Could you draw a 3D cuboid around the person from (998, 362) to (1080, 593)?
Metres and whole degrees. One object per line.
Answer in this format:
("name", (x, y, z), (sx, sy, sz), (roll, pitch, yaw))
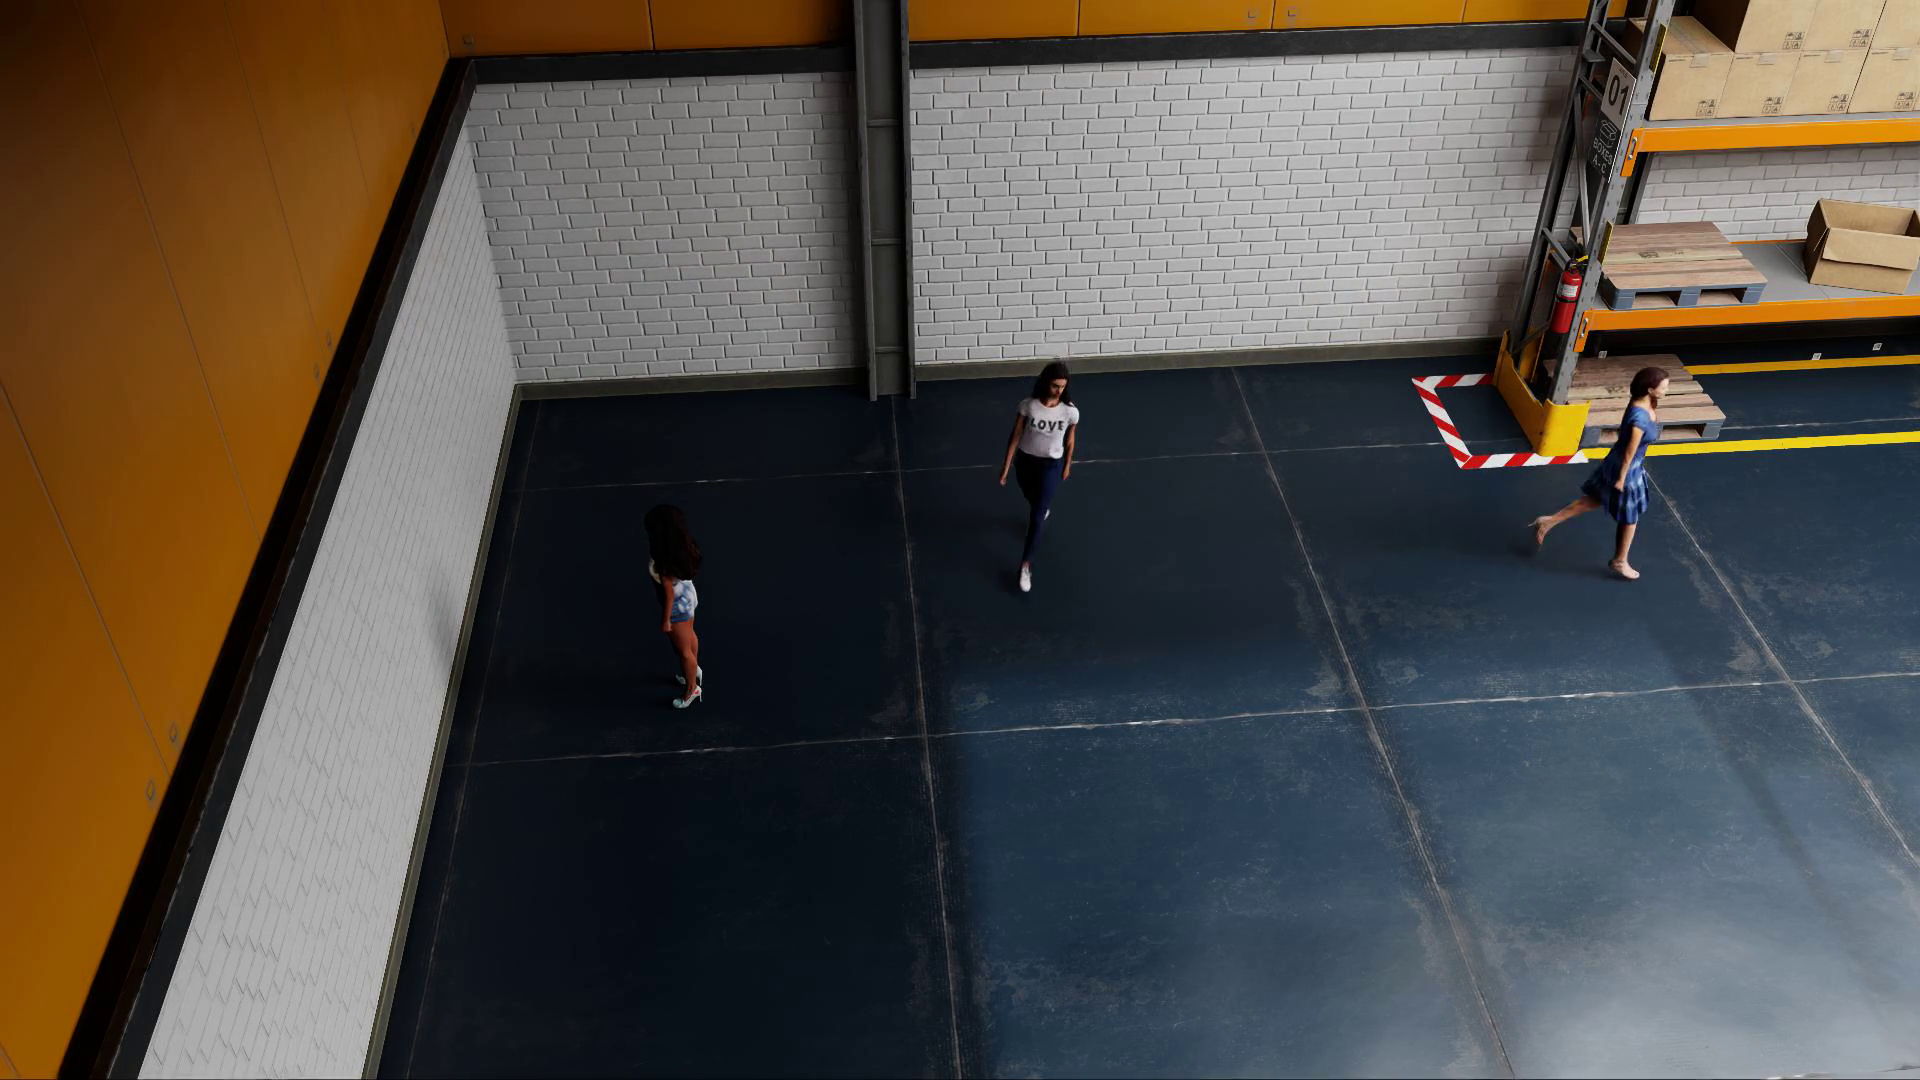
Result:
("person", (0.582, -0.565, 12.045), (1.170, 1.727, 1.006), (12, 40, 14))

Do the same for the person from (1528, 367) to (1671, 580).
("person", (4.656, -0.489, 11.908), (1.151, 1.778, 0.853), (8, 39, 9))

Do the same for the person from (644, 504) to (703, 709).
("person", (-1.856, 0.424, 10.887), (0.547, 1.627, 0.554), (-2, 39, -2))
